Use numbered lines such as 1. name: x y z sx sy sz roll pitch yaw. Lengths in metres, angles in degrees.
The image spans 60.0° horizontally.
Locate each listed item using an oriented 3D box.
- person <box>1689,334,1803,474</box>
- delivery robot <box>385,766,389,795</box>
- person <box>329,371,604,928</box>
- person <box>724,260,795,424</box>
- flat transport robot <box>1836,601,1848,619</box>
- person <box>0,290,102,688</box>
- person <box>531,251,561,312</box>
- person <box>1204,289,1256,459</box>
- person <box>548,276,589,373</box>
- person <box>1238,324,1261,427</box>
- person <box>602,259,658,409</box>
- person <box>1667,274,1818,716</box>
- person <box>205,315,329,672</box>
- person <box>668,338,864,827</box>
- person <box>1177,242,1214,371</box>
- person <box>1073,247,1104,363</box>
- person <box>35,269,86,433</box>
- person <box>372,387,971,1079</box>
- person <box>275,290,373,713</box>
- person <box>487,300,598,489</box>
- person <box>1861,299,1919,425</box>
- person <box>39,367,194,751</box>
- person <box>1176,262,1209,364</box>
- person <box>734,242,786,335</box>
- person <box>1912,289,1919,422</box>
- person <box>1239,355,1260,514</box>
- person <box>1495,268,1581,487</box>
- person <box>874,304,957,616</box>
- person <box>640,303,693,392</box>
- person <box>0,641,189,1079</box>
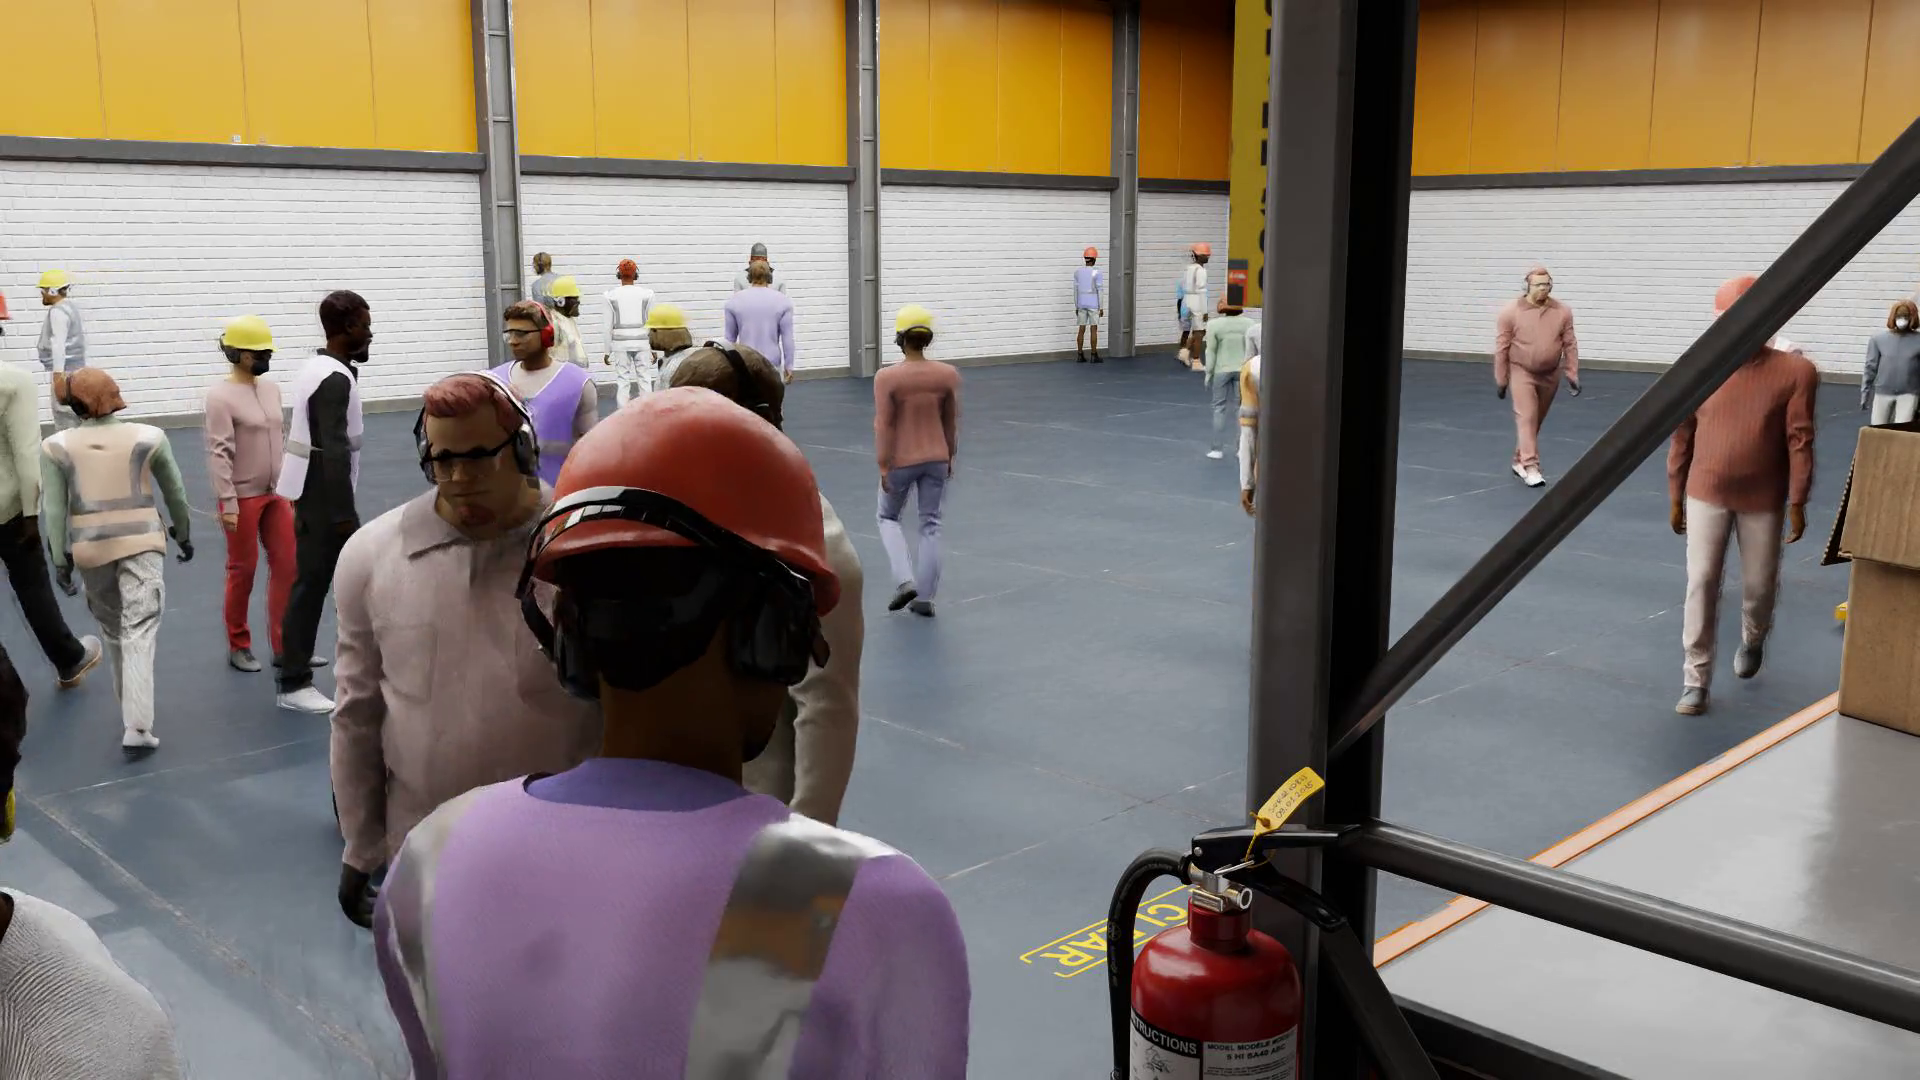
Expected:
1. person: 4.652 -0.565 9.870 0.637 1.820 0.803 8 13 38
2. delivery robot: -1.951 0.749 5.857 0.477 0.478 0.707 -4 11 -21
3. person: -0.952 0.574 3.480 0.649 1.877 0.602 -1 10 -6
4. person: -1.852 -1.627 15.380 0.651 1.896 0.940 -1 10 -6
5. flat transport robot: 5.532 0.296 9.359 1.431 0.197 0.652 -10 14 -44
6. person: -4.301 -0.180 7.387 0.620 1.931 1.043 -1 10 -3
7. person: -5.066 -2.574 20.470 0.401 1.936 0.649 3 11 17
8. person: 2.579 -1.582 15.883 0.504 1.632 0.264 -1 10 -8
9. person: -3.334 -1.351 14.216 0.922 1.782 0.616 0 10 1
10. person: 2.302 -0.973 12.081 0.537 1.822 1.014 1 10 6
11. person: -3.473 -2.013 17.552 0.573 1.883 0.355 -3 11 -17
12. person: 3.541 -0.222 7.568 0.619 1.968 0.825 6 12 30
13. person: -3.418 -0.216 8.117 0.489 1.753 0.557 3 11 15
14. person: -0.426 0.556 3.408 0.370 1.934 0.627 -7 12 -32
15. person: 3.738 -3.650 26.088 0.450 2.026 0.636 -2 11 -12
16. person: 2.169 -3.927 27.842 0.549 1.937 0.358 6 12 31
17. person: -8.525 -1.682 15.933 0.613 1.810 0.602 -4 11 -21
18. person: -0.187 0.872 1.517 0.701 1.991 0.688 6 12 30
19. person: -2.833 -0.177 7.562 0.630 1.884 0.608 -4 11 -19
20. person: -1.910 -0.179 7.653 0.572 1.843 0.372 3 11 18
21. person: 7.855 -1.217 13.954 0.503 1.612 0.627 7 12 33
22. person: -3.532 0.072 6.983 0.524 1.588 0.833 -3 11 -15
23. person: 3.848 -3.732 27.464 0.535 1.687 0.359 5 11 24
24. person: -2.654 -2.912 22.021 0.686 2.000 0.538 -3 11 -15
25. person: 10.105 -1.980 17.157 0.403 1.964 0.607 -4 11 -19
26. person: 1.690 -0.356 8.504 0.546 1.900 0.970 4 11 18
27. person: 4.959 -1.406 14.320 0.650 1.858 0.991 -1 10 -4
28. person: -0.256 -0.440 9.334 0.530 1.754 0.372 -4 11 -22
29. person: -1.733 -0.537 9.917 0.346 1.736 0.514 -2 11 -12
30. person: -0.721 0.958 1.462 0.442 1.853 0.690 -10 14 -44
